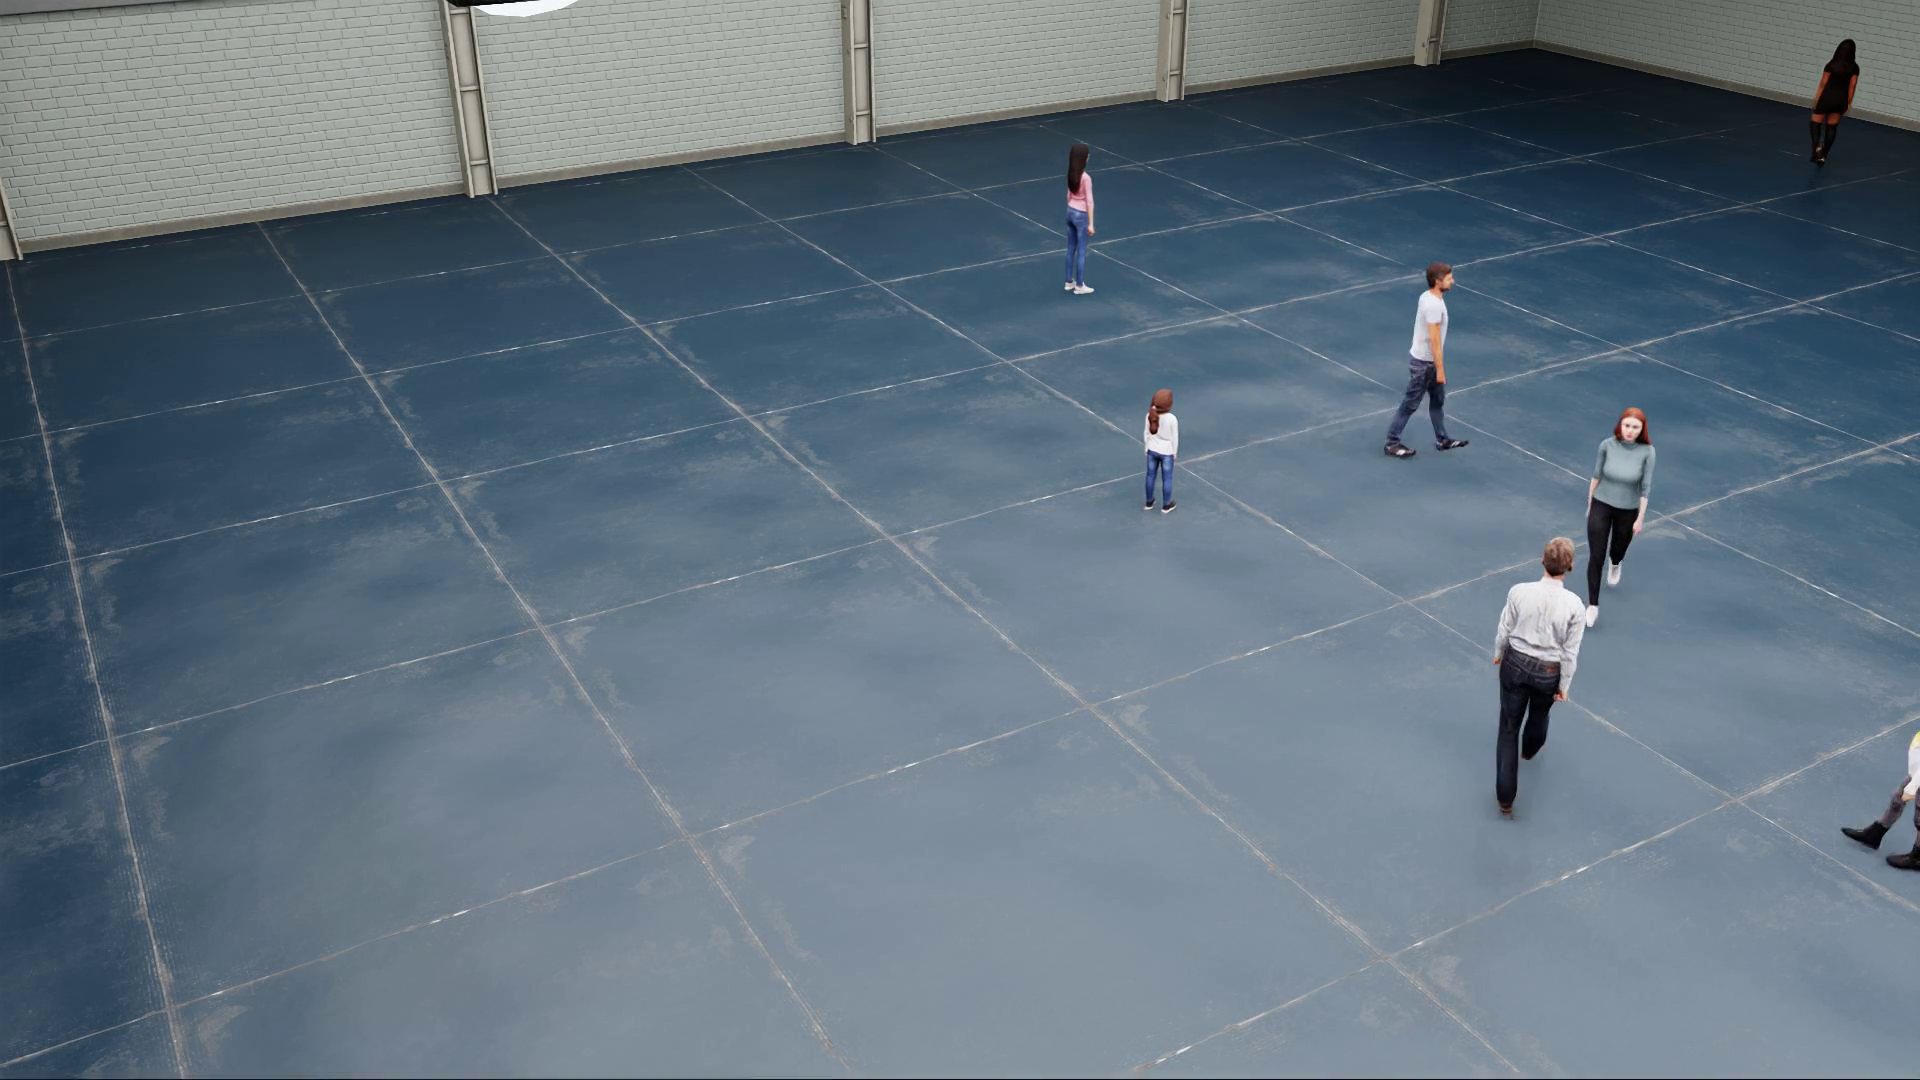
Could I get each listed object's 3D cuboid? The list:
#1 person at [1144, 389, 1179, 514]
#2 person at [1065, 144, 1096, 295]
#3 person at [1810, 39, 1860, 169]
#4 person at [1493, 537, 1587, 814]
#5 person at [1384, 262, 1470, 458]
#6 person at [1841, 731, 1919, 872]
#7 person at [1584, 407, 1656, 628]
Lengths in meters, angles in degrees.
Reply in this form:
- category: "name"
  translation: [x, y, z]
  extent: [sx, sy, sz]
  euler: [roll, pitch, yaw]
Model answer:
- category: "person"
  translation: [1.721, -0.783, 14.266]
  extent: [0.527, 1.110, 0.574]
  euler: [13, 30, 24]
- category: "person"
  translation: [1.374, -3.745, 19.330]
  extent: [0.507, 1.742, 0.577]
  euler: [-16, 31, -28]
- category: "person"
  translation: [12.719, -6.334, 24.249]
  extent: [0.815, 1.841, 0.872]
  euler: [9, 29, 16]
- category: "person"
  translation: [3.542, 0.863, 10.350]
  extent: [1.103, 1.769, 1.263]
  euler: [12, 29, 21]
- category: "person"
  translation: [4.119, -1.612, 15.078]
  extent: [1.104, 1.841, 1.026]
  euler: [5, 28, 10]
- category: "person"
  translation: [5.774, 1.417, 9.823]
  extent: [0.780, 1.267, 0.750]
  euler: [13, 30, 23]
- category: "person"
  translation: [4.930, -0.217, 12.500]
  extent: [0.898, 1.722, 1.090]
  euler: [15, 31, 26]
